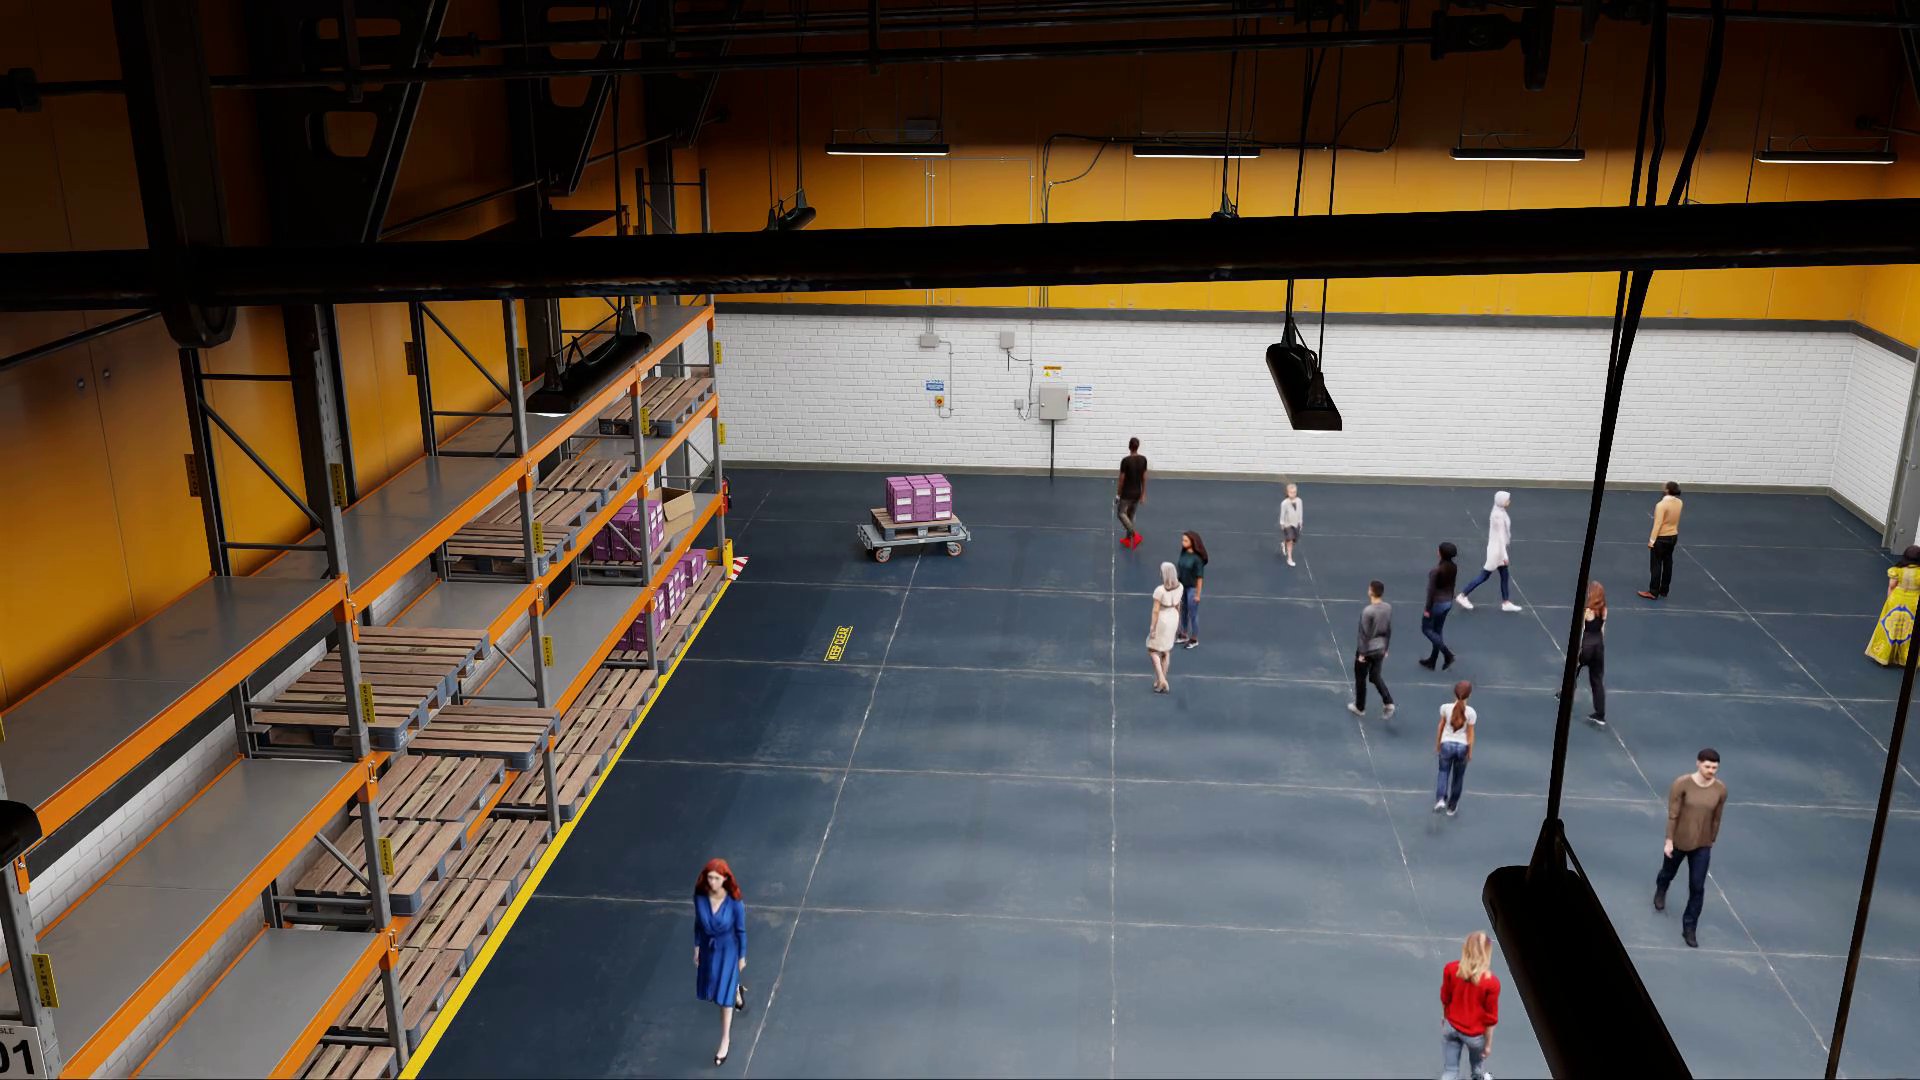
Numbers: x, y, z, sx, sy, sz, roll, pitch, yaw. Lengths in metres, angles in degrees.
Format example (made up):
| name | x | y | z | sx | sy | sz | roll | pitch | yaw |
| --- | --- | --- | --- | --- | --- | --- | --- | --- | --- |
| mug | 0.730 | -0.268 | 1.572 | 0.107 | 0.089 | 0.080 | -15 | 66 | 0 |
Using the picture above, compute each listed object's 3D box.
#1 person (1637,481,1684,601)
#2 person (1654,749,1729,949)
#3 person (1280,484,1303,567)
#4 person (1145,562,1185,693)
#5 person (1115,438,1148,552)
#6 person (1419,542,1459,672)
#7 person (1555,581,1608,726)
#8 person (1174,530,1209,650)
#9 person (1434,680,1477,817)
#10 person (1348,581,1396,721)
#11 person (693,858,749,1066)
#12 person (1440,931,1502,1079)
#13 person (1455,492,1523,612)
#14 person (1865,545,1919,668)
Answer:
| name | x | y | z | sx | sy | sz | roll | pitch | yaw |
| --- | --- | --- | --- | --- | --- | --- | --- | --- | --- |
| person | 10.116 | -0.015 | 23.899 | 0.762 | 1.754 | 0.796 | -11 | 22 | -30 |
| person | 6.758 | 2.768 | 15.477 | 0.757 | 1.854 | 1.188 | 4 | 19 | 12 |
| person | 5.030 | -0.258 | 25.398 | 0.691 | 1.257 | 0.839 | -6 | 20 | -18 |
| person | 2.583 | 1.114 | 20.585 | 0.755 | 1.729 | 0.811 | -10 | 21 | -26 |
| person | 2.687 | -0.694 | 25.850 | 0.947 | 1.794 | 1.061 | -10 | 21 | -27 |
| person | 6.183 | 0.886 | 21.248 | 0.890 | 1.737 | 0.972 | -12 | 22 | -31 |
| person | 7.573 | 1.378 | 19.846 | 0.868 | 1.699 | 1.210 | -5 | 19 | -15 |
| person | 3.063 | 0.644 | 22.160 | 0.774 | 1.614 | 0.703 | -12 | 22 | -32 |
| person | 5.210 | 2.226 | 17.568 | 0.688 | 1.547 | 0.822 | 9 | 21 | 24 |
| person | 4.963 | 1.354 | 19.849 | 0.917 | 1.744 | 1.056 | -10 | 21 | -26 |
| person | -1.938 | 3.392 | 13.683 | 0.754 | 1.816 | 0.967 | 6 | 20 | 18 |
| person | 3.818 | 3.810 | 12.688 | 0.987 | 1.659 | 1.184 | 12 | 22 | 32 |
| person | 7.415 | 0.192 | 23.309 | 0.876 | 1.738 | 1.133 | 7 | 20 | 19 |
| person | 12.199 | 0.854 | 21.465 | 0.976 | 1.660 | 0.955 | 10 | 21 | 27 |
